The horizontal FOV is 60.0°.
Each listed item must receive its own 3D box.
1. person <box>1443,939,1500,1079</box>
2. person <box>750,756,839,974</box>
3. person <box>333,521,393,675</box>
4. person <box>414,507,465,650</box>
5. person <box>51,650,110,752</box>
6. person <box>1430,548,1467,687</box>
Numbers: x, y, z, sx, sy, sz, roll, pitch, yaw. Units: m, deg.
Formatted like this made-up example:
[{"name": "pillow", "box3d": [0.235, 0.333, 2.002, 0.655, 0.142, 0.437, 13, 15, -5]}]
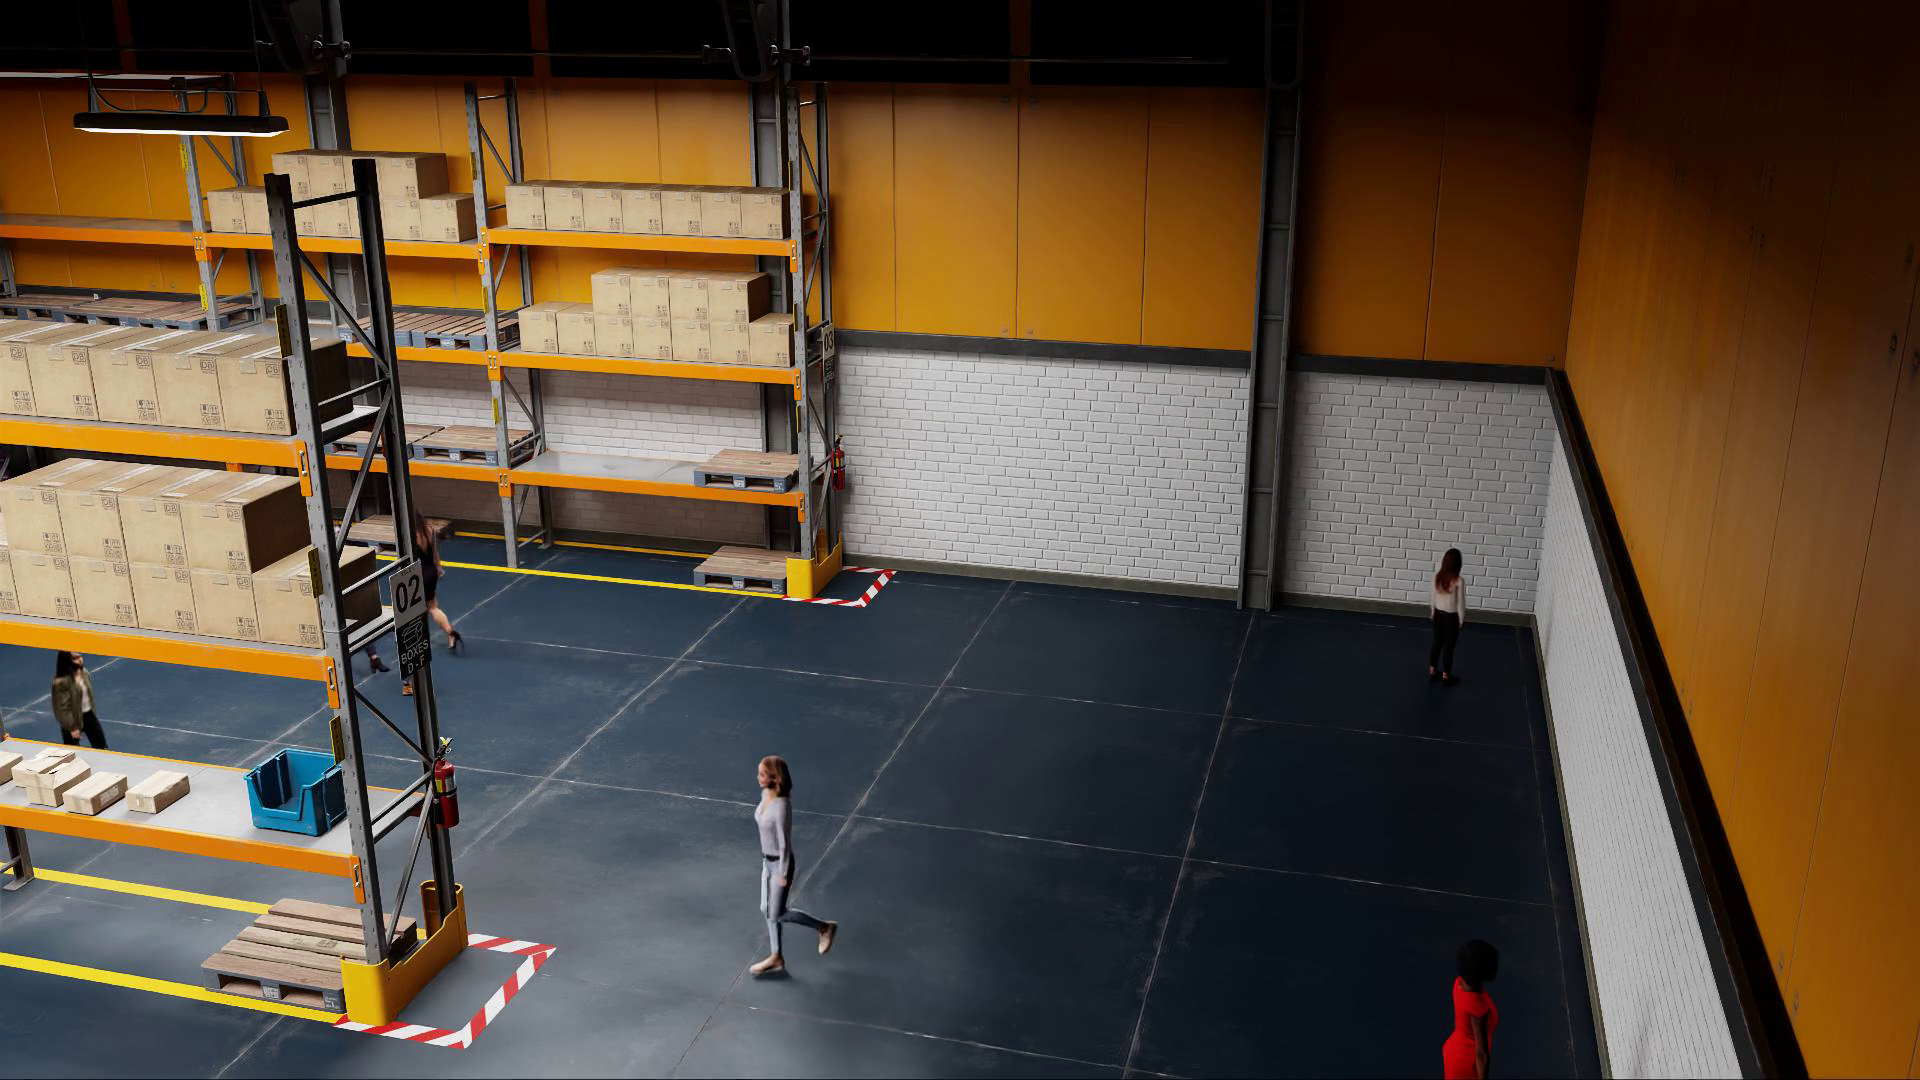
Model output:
[{"name": "person", "box3d": [3.052, 3.200, 10.056, 0.580, 1.747, 0.616, 0, 19, -1]}, {"name": "person", "box3d": [-1.269, 2.408, 12.351, 1.007, 1.783, 0.886, -6, 20, -18]}, {"name": "person", "box3d": [-6.665, 0.644, 17.716, 1.114, 1.702, 0.771, 9, 20, 24]}, {"name": "person", "box3d": [-5.840, 0.457, 18.322, 1.052, 1.669, 0.710, 6, 20, 18]}, {"name": "person", "box3d": [-8.073, 1.661, 15.101, 0.990, 1.443, 0.621, 6, 19, 17]}, {"name": "person", "box3d": [5.135, 0.805, 17.581, 0.672, 1.483, 0.591, -13, 23, -34]}]
